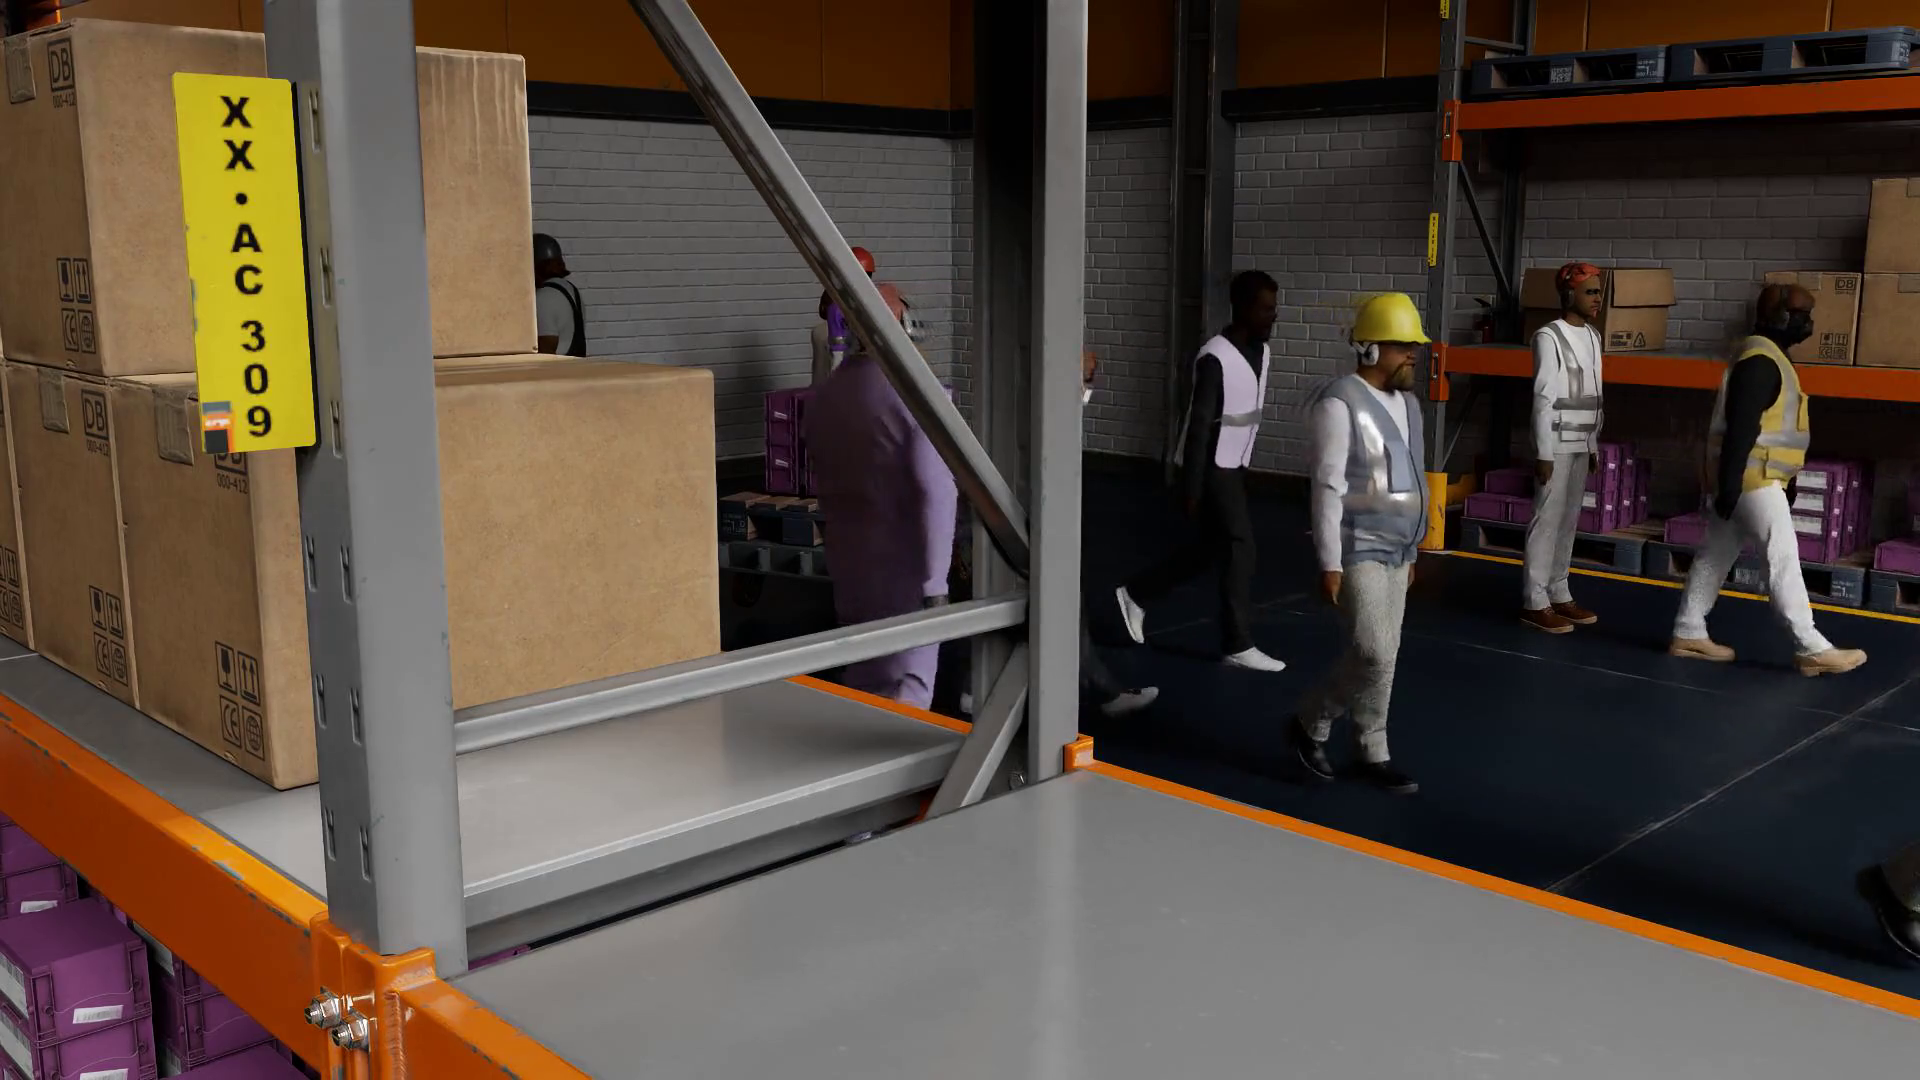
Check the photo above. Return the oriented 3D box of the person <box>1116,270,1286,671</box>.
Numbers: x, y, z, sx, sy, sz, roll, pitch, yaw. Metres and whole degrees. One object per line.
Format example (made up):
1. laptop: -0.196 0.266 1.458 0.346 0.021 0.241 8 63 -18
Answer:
1. person: 1.137 -0.337 7.843 0.823 1.877 0.609 6 12 28

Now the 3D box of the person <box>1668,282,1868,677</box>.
1. person: 3.798 -0.276 7.693 0.925 1.796 0.656 5 12 26

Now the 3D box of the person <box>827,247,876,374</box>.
1. person: -0.712 -1.089 11.765 0.545 1.938 0.362 -7 13 -35

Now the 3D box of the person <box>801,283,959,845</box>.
1. person: -0.178 0.126 5.344 0.406 1.875 0.797 -8 13 -38

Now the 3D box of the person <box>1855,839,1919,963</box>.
1. person: 2.819 0.325 4.413 0.587 1.812 0.468 -7 12 -34

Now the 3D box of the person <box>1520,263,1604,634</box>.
1. person: 3.117 -0.473 8.553 0.348 1.882 0.584 10 14 43

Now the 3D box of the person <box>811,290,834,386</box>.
1. person: -0.939 -1.139 12.866 0.498 1.633 0.280 -8 13 -36

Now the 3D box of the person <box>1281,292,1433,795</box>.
1. person: 1.483 0.026 5.989 0.412 1.821 0.614 10 14 42

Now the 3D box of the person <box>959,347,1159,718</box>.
1. person: 0.394 -0.019 6.891 0.868 1.571 0.556 1 10 4

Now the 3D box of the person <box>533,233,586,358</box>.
1. person: -2.868 -1.095 11.512 0.536 2.000 0.688 1 10 7
